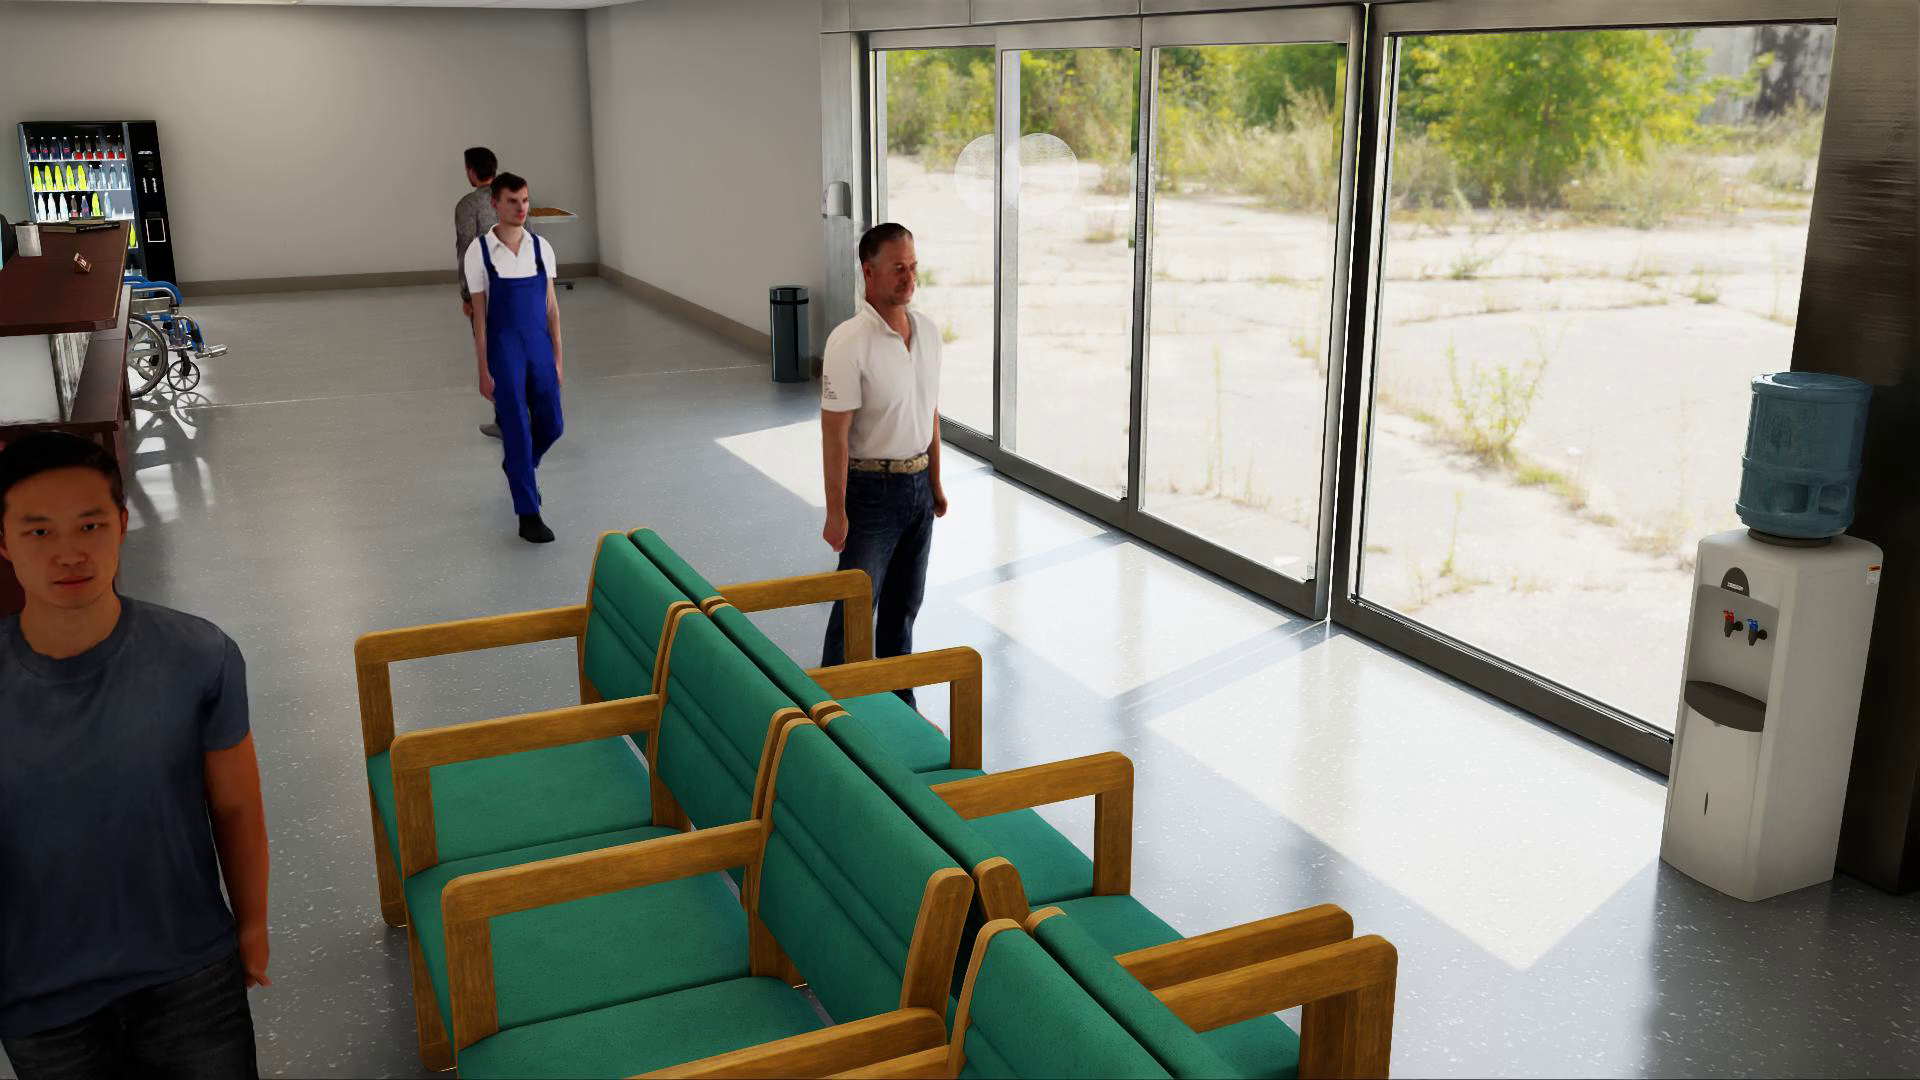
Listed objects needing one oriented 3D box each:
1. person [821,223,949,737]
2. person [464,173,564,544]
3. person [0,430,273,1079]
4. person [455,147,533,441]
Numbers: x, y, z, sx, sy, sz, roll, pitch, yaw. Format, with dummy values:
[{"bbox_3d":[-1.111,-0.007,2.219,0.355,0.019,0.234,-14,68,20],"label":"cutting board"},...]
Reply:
[{"bbox_3d":[-0.283,-0.150,5.660,0.831,1.846,0.695,15,22,42],"label":"person"},{"bbox_3d":[-2.277,-0.922,8.418,0.906,1.834,0.773,-11,19,-34],"label":"person"},{"bbox_3d":[-1.433,0.689,2.797,0.867,1.783,0.739,-7,17,-24],"label":"person"},{"bbox_3d":[-2.890,-1.535,10.550,0.925,1.857,0.878,12,20,37],"label":"person"}]
